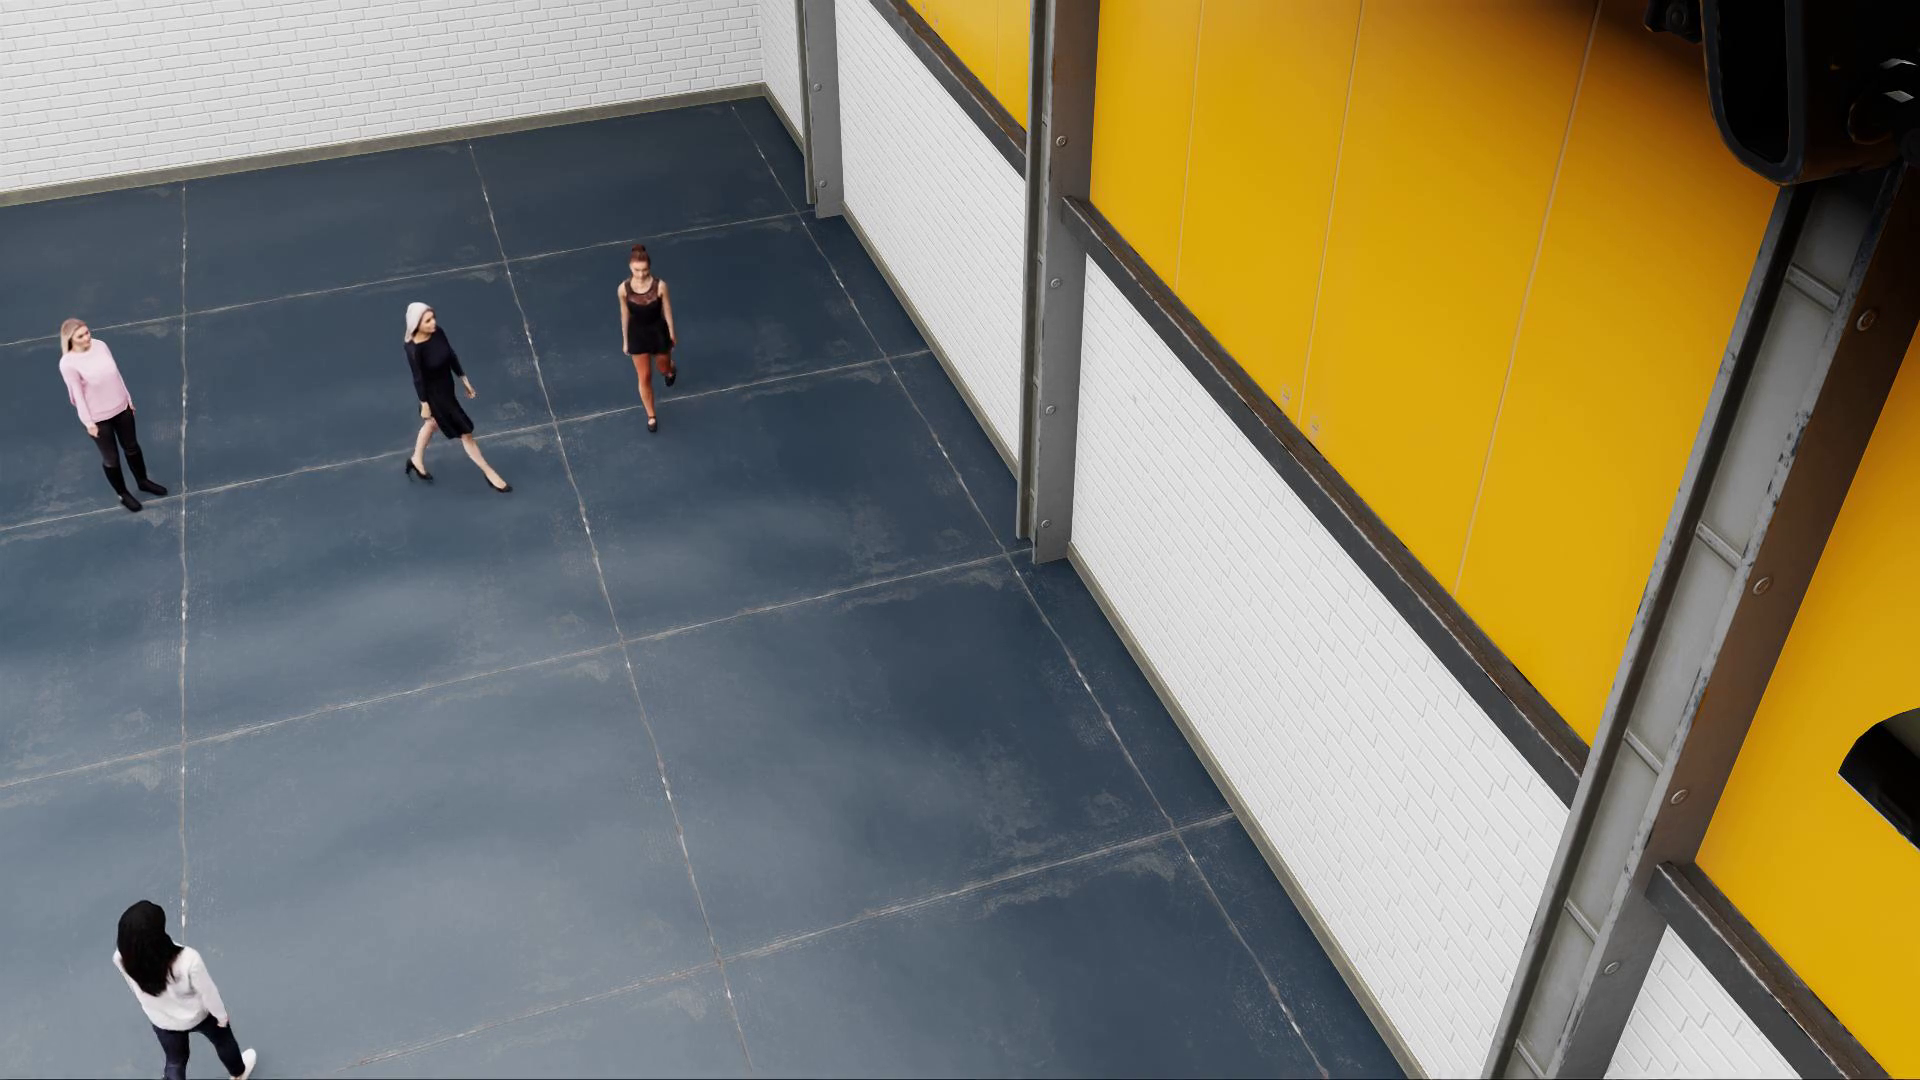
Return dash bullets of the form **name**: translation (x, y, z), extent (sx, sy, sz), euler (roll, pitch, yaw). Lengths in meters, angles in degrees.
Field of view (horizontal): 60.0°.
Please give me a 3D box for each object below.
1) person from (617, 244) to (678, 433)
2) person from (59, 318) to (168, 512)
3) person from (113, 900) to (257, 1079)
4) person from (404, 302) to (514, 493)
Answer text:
- **person**: translation (-2.588, -1.755, 13.911), extent (0.752, 1.659, 0.985), euler (-1, 39, -1)
- **person**: translation (-6.662, -1.003, 12.948), extent (0.744, 1.686, 0.685), euler (17, 41, 20)
- **person**: translation (-4.045, 2.494, 8.571), extent (0.805, 1.683, 1.062), euler (0, 39, -1)
- **person**: translation (-4.159, -1.109, 13.077), extent (1.061, 1.691, 1.159), euler (8, 39, 10)
